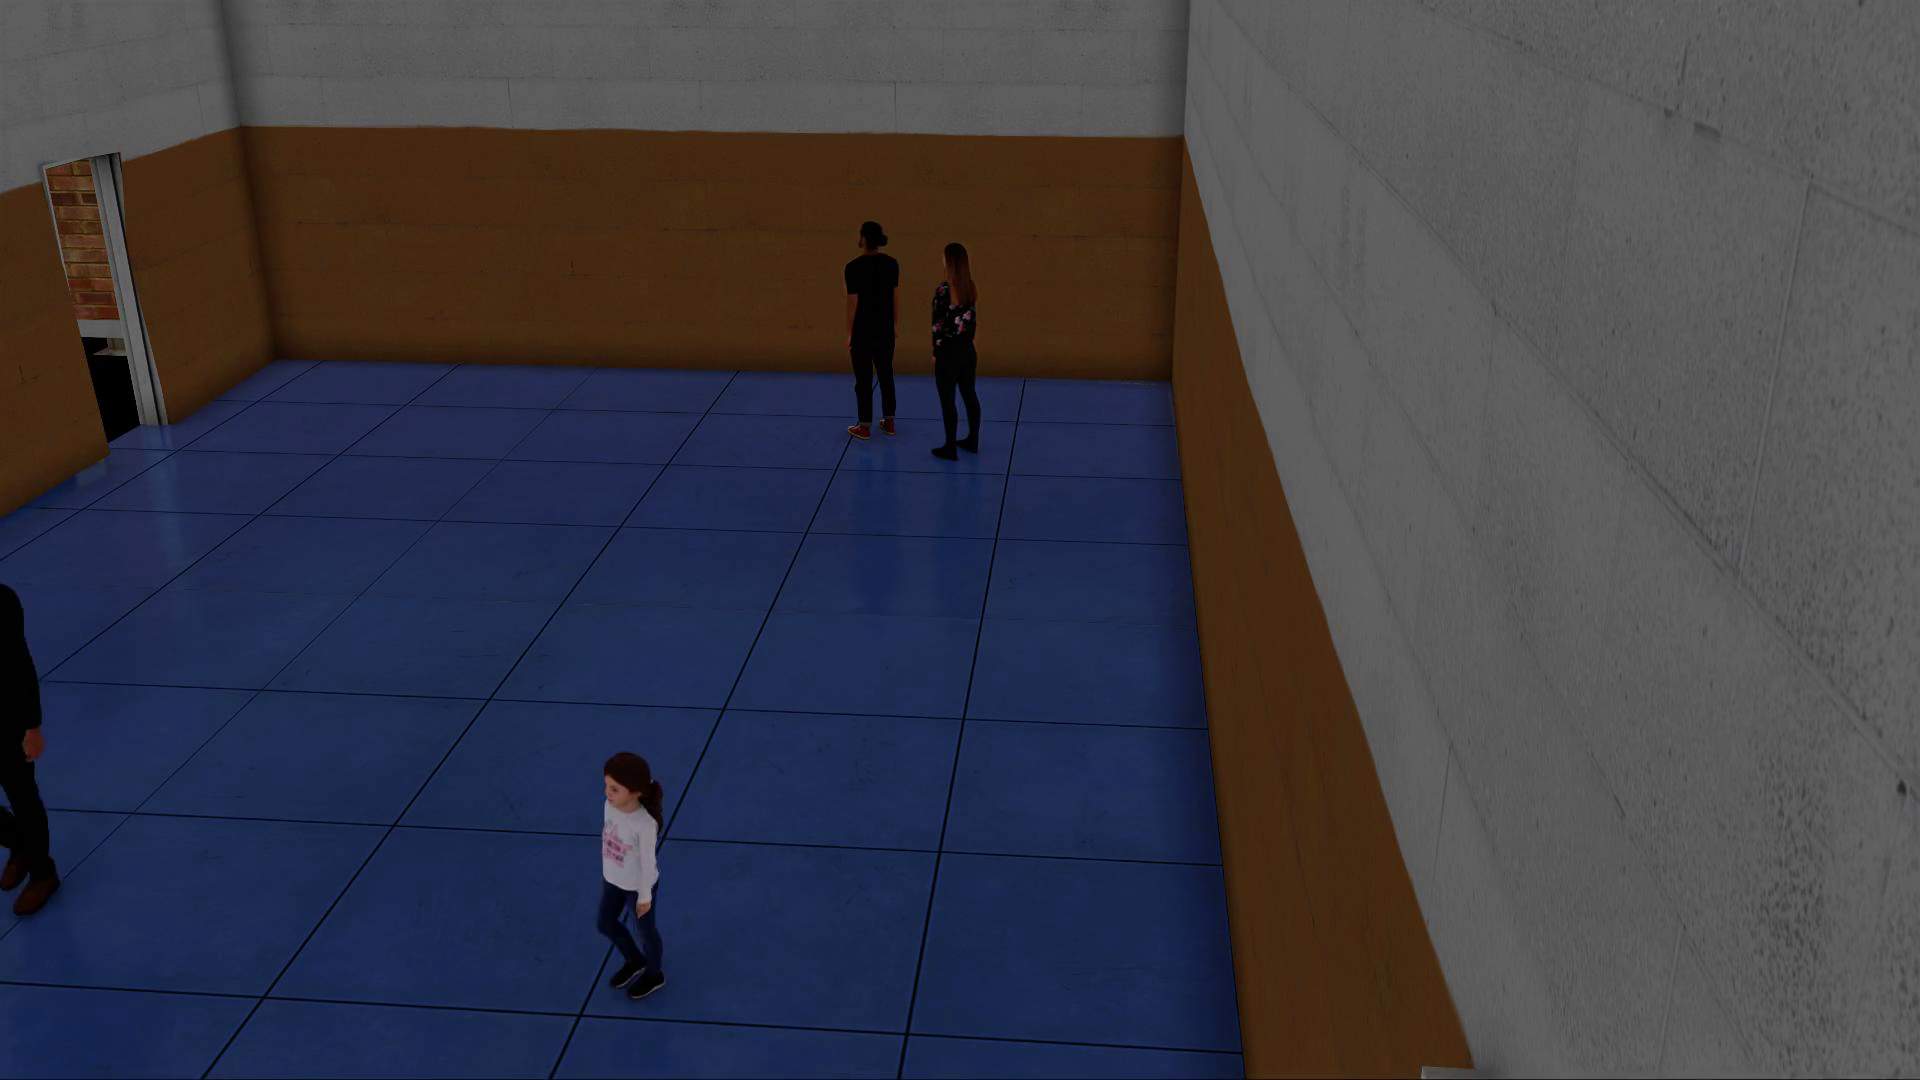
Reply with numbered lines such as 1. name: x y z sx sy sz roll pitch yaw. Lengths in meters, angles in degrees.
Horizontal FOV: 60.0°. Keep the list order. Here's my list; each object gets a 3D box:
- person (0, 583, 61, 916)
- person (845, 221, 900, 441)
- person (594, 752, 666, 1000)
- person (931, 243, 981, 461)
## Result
1. person: -4.190 0.720 7.249 0.669 1.863 0.846 -2 22 -5
2. person: -0.707 -1.687 13.381 0.696 1.758 0.787 -12 25 -28
3. person: -1.289 1.335 6.735 0.542 1.105 0.612 18 28 38
4. person: -0.028 -1.473 12.950 0.646 1.682 0.693 -20 29 -41
